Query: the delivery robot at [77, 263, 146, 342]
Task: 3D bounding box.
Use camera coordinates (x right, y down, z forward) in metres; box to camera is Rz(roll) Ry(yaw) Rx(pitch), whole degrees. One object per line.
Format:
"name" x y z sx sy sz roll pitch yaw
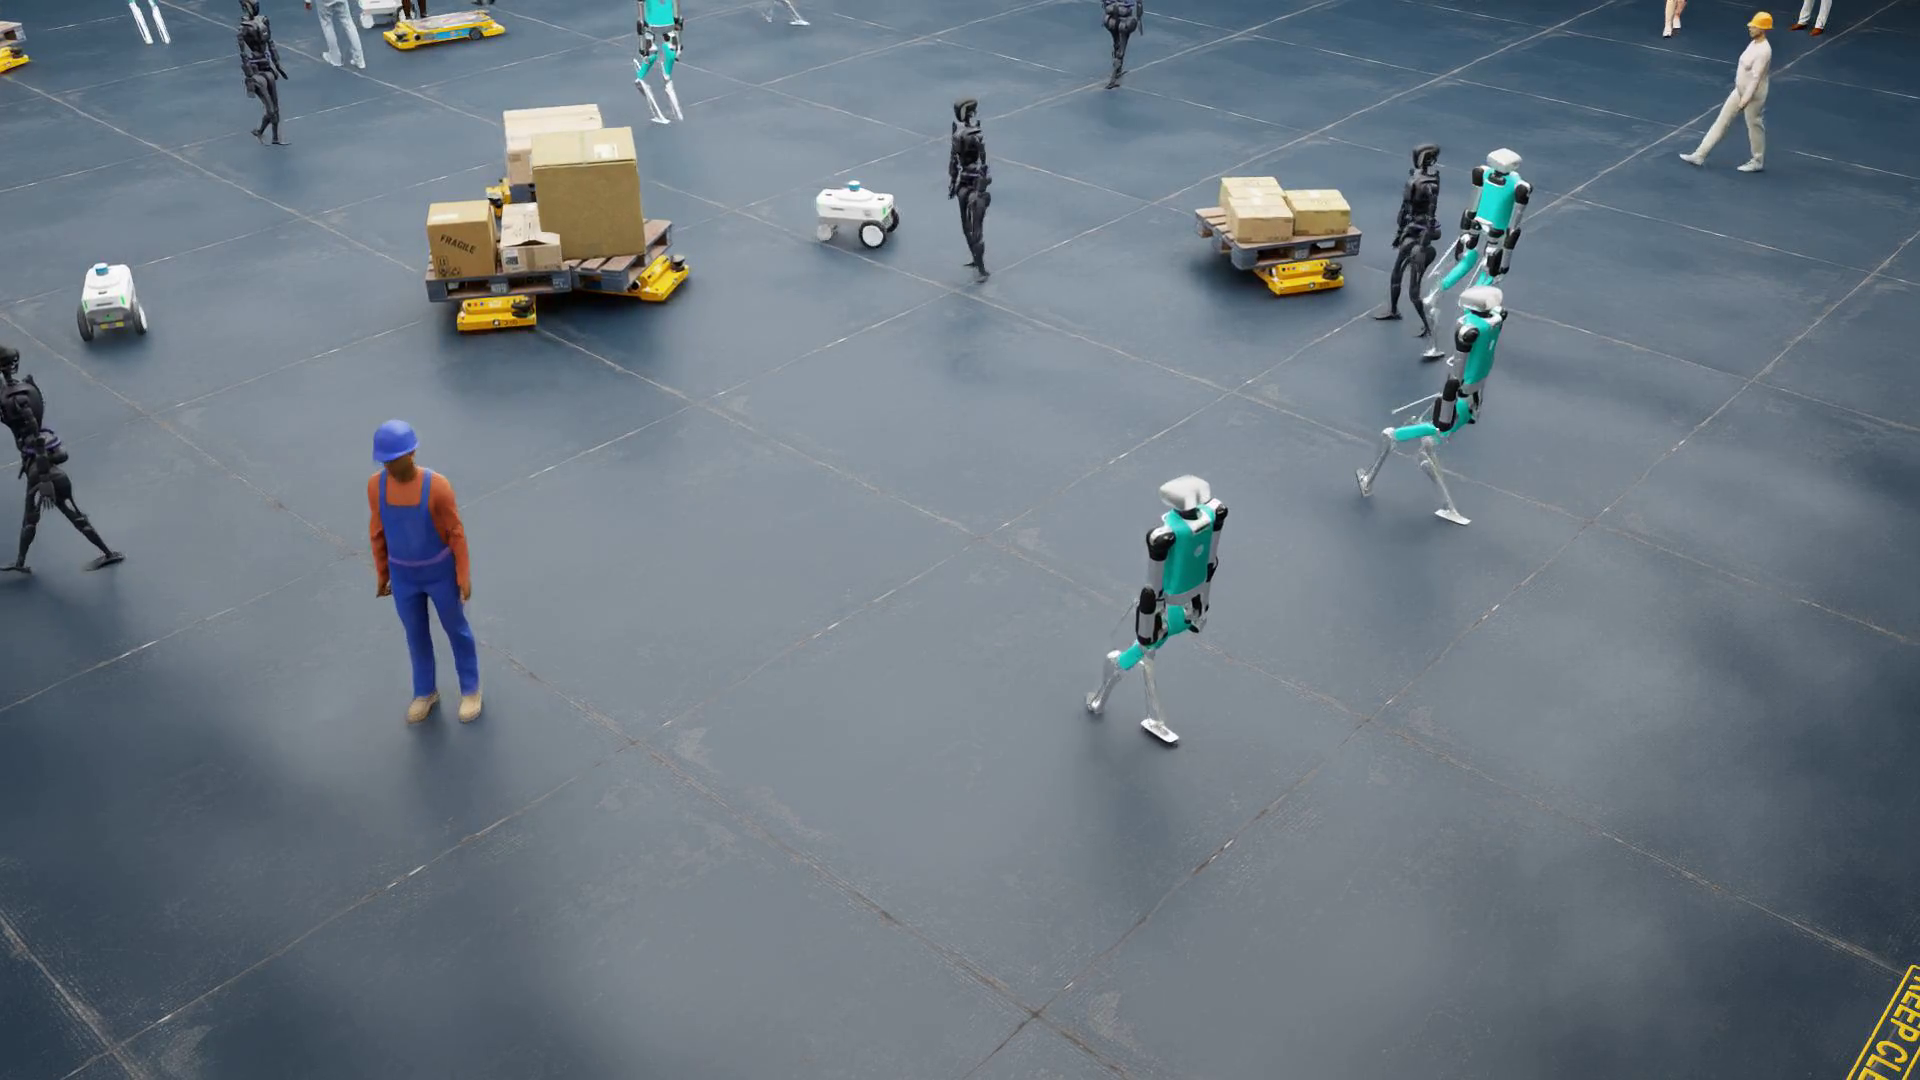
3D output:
"delivery robot" -7.266 -2.078 14.200 0.499 0.563 0.738 -11 33 -17

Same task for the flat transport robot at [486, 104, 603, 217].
"flat transport robot" -4.058 -3.532 16.841 1.431 0.231 0.659 -8 33 -13

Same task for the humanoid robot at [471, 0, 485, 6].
"humanoid robot" -6.837 -8.356 23.285 0.609 1.650 0.376 -16 35 -24

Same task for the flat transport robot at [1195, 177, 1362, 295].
"flat transport robot" 2.926 -2.658 15.434 0.659 0.231 1.431 -10 33 -15

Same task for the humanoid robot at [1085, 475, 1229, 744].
"humanoid robot" 1.001 0.374 9.237 0.545 1.863 0.849 -24 39 -33

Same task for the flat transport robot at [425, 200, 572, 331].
"flat transport robot" -4.051 -2.250 14.777 0.659 0.231 1.431 -6 32 -10

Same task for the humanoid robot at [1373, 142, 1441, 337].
"humanoid robot" 3.843 -2.523 13.898 0.398 1.643 0.588 -6 32 -10

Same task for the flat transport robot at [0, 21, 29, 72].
"flat transport robot" -12.564 -6.090 20.961 1.431 0.231 0.659 10 33 15

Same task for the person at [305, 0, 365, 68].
"person" -7.829 -6.779 20.555 0.601 1.876 0.666 24 39 33

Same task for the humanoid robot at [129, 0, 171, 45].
"humanoid robot" -10.673 -7.301 21.536 0.542 1.822 0.663 -16 35 -24

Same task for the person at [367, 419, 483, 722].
"person" -3.010 0.180 9.309 0.530 1.908 0.366 1 32 2

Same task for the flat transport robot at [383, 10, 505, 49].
"flat transport robot" -6.847 -6.774 22.062 1.431 0.231 0.659 -19 37 -28

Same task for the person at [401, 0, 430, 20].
"person" -7.259 -7.708 21.961 0.361 1.960 0.612 20 37 28

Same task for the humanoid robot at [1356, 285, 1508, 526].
"humanoid robot" 3.149 -0.980 11.353 0.959 1.768 0.533 25 40 35

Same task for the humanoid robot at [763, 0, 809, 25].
"humanoid robot" -2.385 -7.749 22.314 0.860 1.849 0.550 5 32 7

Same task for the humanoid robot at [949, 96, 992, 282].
"humanoid robot" 0.105 -3.186 14.959 0.348 1.646 0.598 -18 36 -27

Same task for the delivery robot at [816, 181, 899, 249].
"delivery robot" -0.981 -3.133 15.930 0.779 0.597 0.499 7 33 11

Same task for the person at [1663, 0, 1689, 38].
"person" 9.601 -7.609 21.935 0.509 1.821 0.959 10 33 15

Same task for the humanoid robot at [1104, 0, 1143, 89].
"humanoid robot" 1.978 -6.319 20.015 0.586 1.631 0.710 24 39 33

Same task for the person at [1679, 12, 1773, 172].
"person" 8.141 -4.653 17.327 0.871 1.643 0.498 1 32 1

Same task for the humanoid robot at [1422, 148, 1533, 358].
"humanoid robot" 4.090 -2.222 13.360 0.894 1.779 0.569 -21 38 -30

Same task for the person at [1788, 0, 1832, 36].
"person" 11.411 -7.604 21.920 0.363 1.830 0.511 -18 36 -26

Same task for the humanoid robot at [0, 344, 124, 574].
"humanoid robot" -5.931 -0.454 10.580 0.749 1.630 0.608 -25 39 -34

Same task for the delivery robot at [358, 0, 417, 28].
"delivery robot" -7.777 -7.277 22.617 0.805 0.612 0.499 -11 33 -17

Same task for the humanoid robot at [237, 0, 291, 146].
"humanoid robot" -7.566 -5.077 17.999 0.362 1.646 0.608 8 33 12

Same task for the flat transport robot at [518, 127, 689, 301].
"flat transport robot" -3.252 -2.419 15.050 1.431 0.231 0.659 7 33 11

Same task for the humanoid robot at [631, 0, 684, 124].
"humanoid robot" -3.432 -5.562 18.769 0.561 1.833 0.669 -17 35 -25
